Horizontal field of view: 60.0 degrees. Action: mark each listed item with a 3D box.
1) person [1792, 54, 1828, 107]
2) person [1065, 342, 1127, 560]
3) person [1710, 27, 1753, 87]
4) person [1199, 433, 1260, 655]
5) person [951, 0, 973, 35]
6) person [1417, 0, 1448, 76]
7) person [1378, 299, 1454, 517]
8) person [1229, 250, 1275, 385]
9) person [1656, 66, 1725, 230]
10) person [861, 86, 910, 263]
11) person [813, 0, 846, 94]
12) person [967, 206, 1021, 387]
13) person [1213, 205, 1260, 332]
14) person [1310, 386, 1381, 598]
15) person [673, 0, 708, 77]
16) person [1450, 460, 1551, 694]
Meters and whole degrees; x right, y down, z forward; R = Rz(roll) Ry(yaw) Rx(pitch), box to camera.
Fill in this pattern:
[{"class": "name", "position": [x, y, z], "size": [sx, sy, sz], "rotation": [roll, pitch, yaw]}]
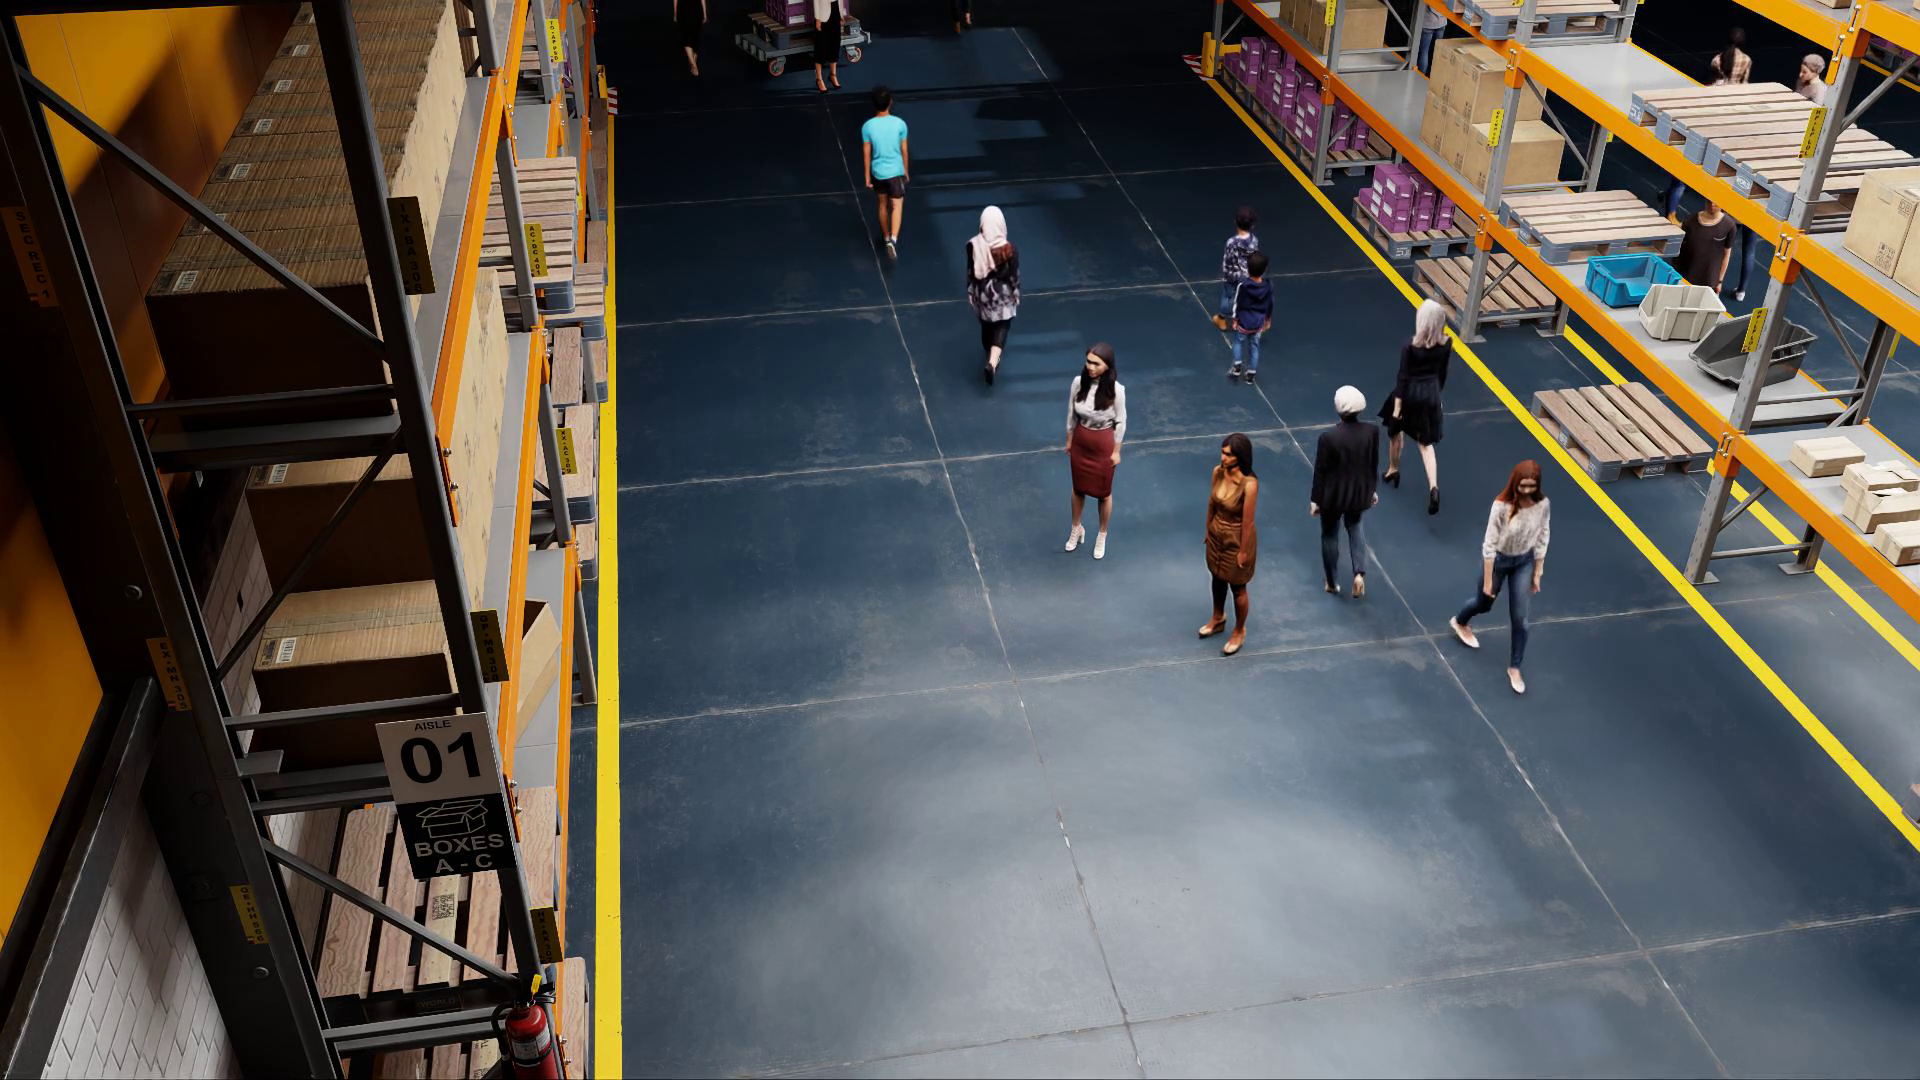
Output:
[{"class": "person", "position": [8.938, -4.223, 17.557], "size": [0.849, 1.822, 1.001], "rotation": [-1, 34, -2]}, {"class": "person", "position": [0.989, -0.660, 12.261], "size": [0.670, 1.750, 0.708], "rotation": [18, 37, 24]}, {"class": "person", "position": [8.408, -4.714, 18.336], "size": [0.815, 1.777, 0.941], "rotation": [8, 34, 12]}, {"class": "person", "position": [1.849, 0.013, 11.308], "size": [0.699, 1.684, 0.587], "rotation": [-22, 39, -29]}, {"class": "person", "position": [-0.006, -7.945, 23.256], "size": [0.607, 1.713, 0.618], "rotation": [-7, 34, -10]}, {"class": "person", "position": [6.017, -6.646, 21.137], "size": [0.746, 1.894, 0.711], "rotation": [-19, 38, -27]}, {"class": "person", "position": [3.557, -0.995, 12.798], "size": [0.582, 1.715, 1.093], "rotation": [-6, 34, -9]}, {"class": "person", "position": [2.573, -1.950, 14.689], "size": [0.542, 1.210, 0.535], "rotation": [-2, 34, -3]}, {"class": "person", "position": [7.626, -4.148, 17.525], "size": [0.817, 1.732, 0.882], "rotation": [-20, 38, -27]}, {"class": "person", "position": [-0.723, -3.652, 16.756], "size": [0.748, 1.757, 1.078], "rotation": [0, 34, -1]}, {"class": "person", "position": [-1.682, -6.614, 21.123], "size": [0.693, 1.857, 0.719], "rotation": [-28, 43, -36]}, {"class": "person", "position": [0.279, -2.111, 14.562], "size": [0.830, 1.620, 1.020], "rotation": [5, 34, 8]}, {"class": "person", "position": [2.637, -2.488, 15.473], "size": [0.571, 1.239, 0.780], "rotation": [-13, 36, -19]}, {"class": "person", "position": [2.797, -0.268, 11.762], "size": [0.749, 1.763, 0.693], "rotation": [-5, 34, -7]}, {"class": "person", "position": [-3.493, -6.791, 21.628], "size": [0.604, 1.592, 0.881], "rotation": [-8, 35, -12]}, {"class": "person", "position": [3.602, 0.139, 11.112], "size": [0.670, 1.691, 0.998], "rotation": [-5, 34, -8]}]
